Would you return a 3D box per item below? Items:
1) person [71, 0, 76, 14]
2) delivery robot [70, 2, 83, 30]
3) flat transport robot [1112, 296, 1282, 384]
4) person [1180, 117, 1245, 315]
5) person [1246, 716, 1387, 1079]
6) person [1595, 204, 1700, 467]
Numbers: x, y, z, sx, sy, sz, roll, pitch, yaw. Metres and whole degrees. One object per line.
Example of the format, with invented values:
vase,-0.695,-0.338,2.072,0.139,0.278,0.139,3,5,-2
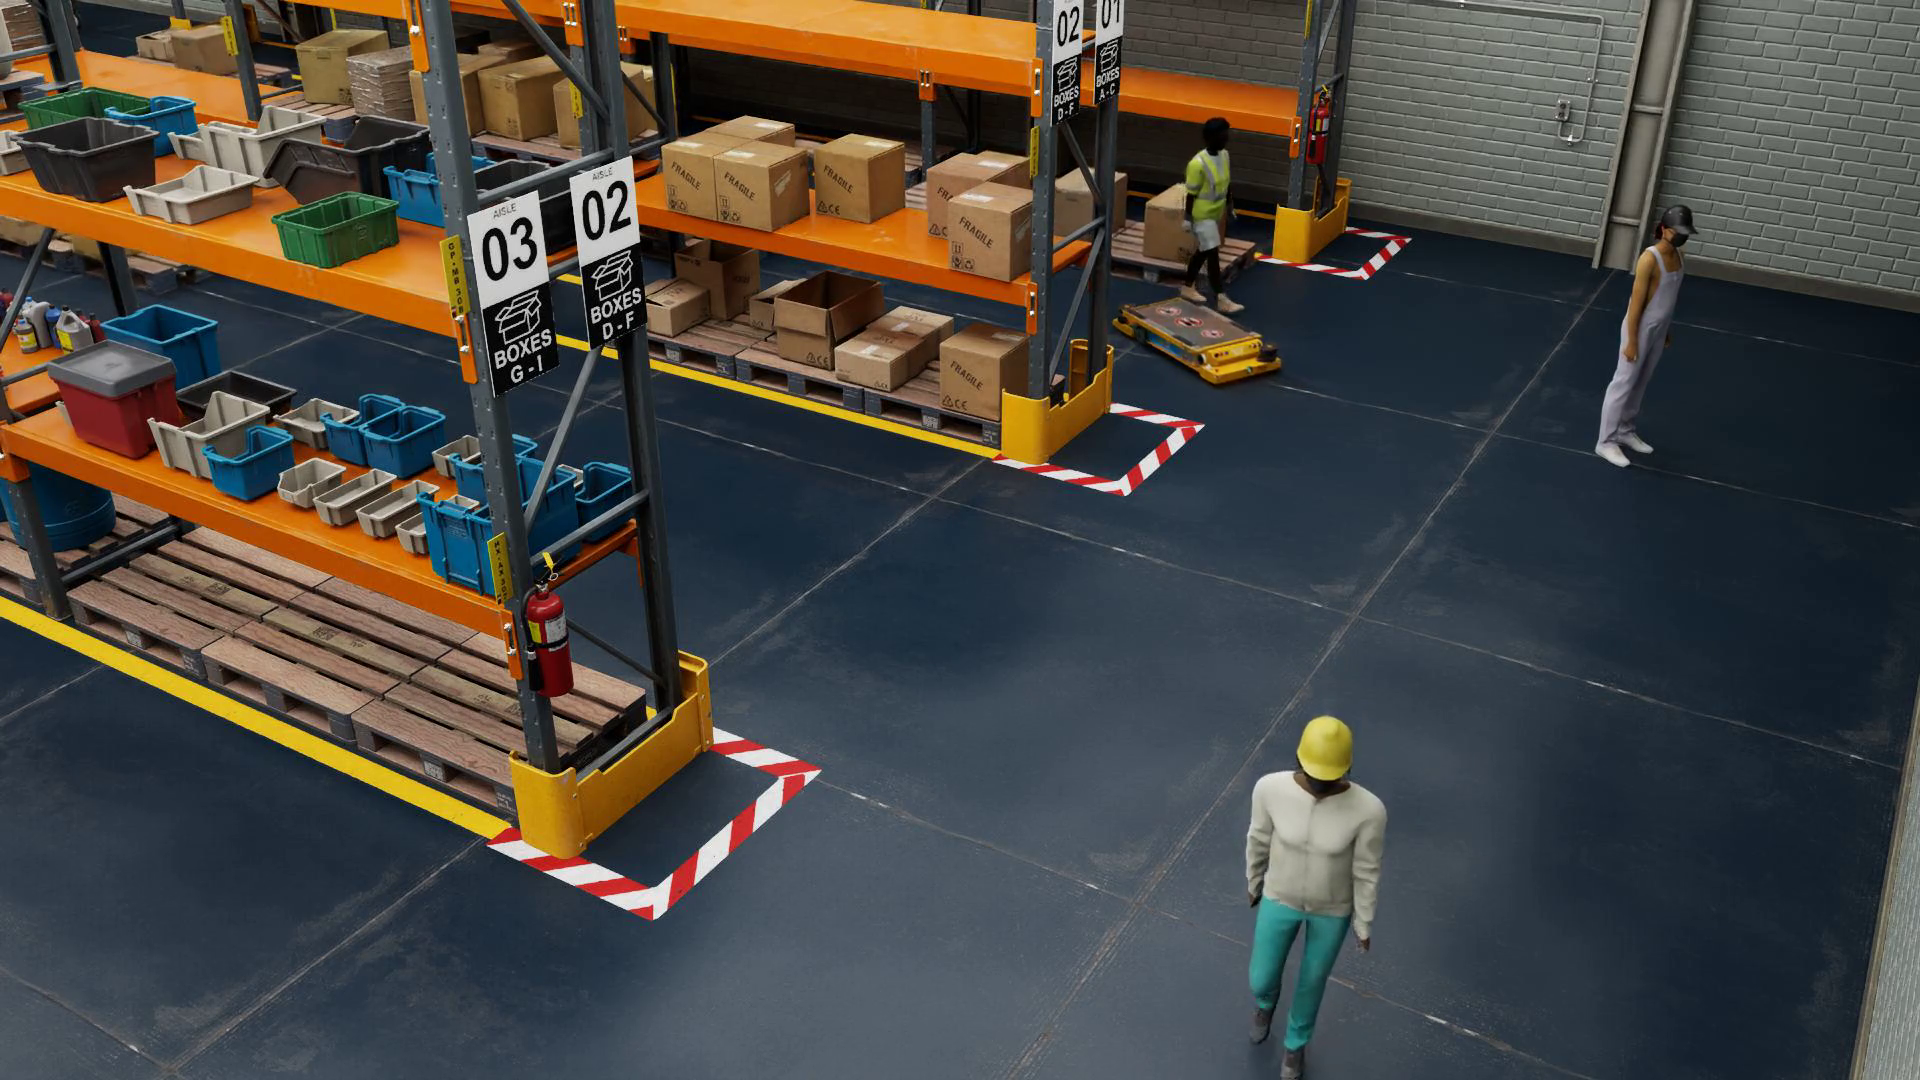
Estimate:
person,-11.909,-7.128,21.875,0.579,1.769,1.013,-16,33,-26
delivery robot,-13.103,-7.592,23.980,0.784,0.613,0.501,14,32,23
flat transport robot,1.922,-1.657,13.606,0.659,0.231,1.431,-16,33,-26
person,2.190,-2.747,14.126,0.698,1.661,0.553,19,34,30
person,1.365,1.439,6.525,0.525,1.754,0.368,8,30,14
person,4.812,-1.425,11.557,0.518,1.860,0.386,-21,36,-33
